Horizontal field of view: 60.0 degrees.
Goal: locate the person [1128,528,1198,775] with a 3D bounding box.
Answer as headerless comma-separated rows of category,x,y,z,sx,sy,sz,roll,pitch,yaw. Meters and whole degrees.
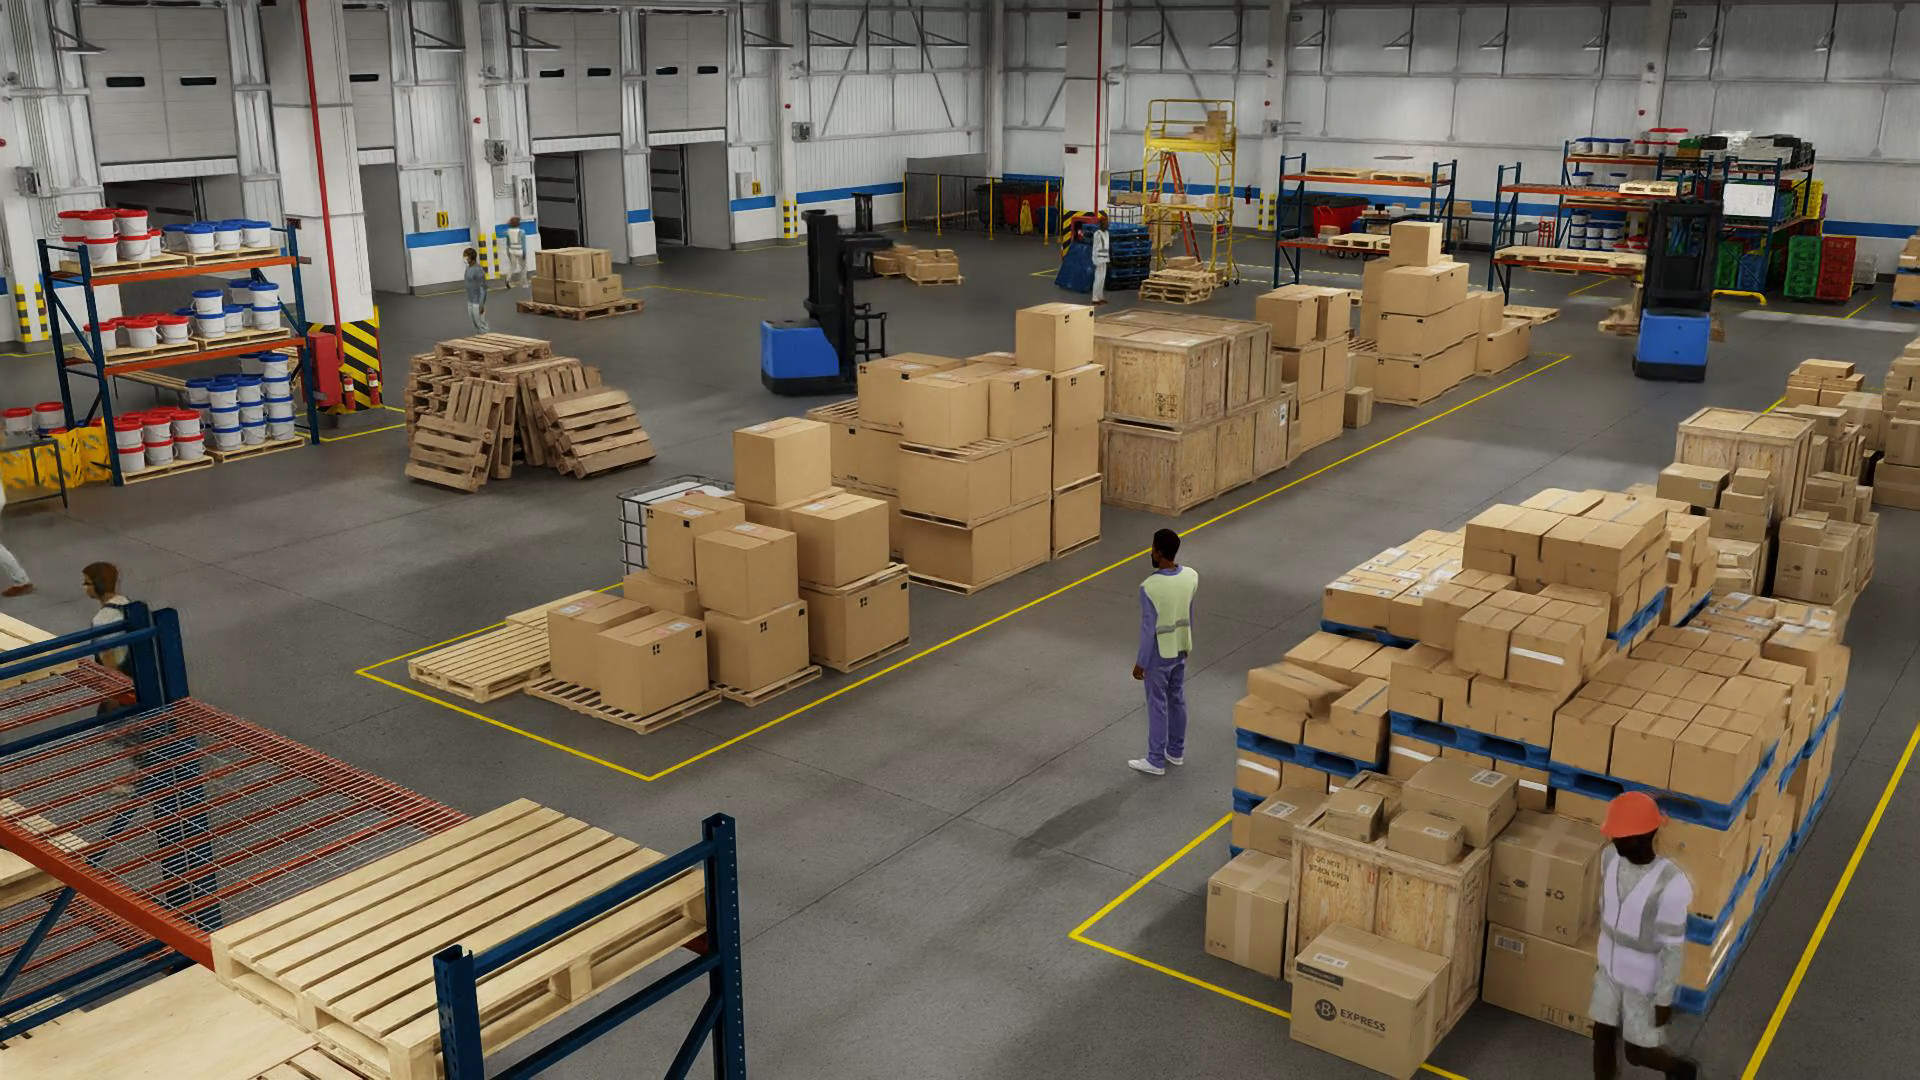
person,1.553,0.845,12.615,0.392,1.919,0.591,16,23,42

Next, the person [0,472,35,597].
person,-9.747,-0.324,16.549,0.676,1.917,0.658,-7,18,-22

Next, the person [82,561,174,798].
person,-6.109,1.036,12.125,0.441,1.834,0.543,-1,17,-5

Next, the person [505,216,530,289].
person,-9.933,-6.412,37.147,0.515,1.621,0.668,6,18,18

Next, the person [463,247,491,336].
person,-8.461,-4.148,29.113,0.362,1.938,0.631,-12,20,-34

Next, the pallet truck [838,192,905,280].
pallet truck,-1.936,-7.159,38.982,1.885,1.965,0.823,-12,21,-34

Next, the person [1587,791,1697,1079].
person,3.426,2.135,8.353,0.634,1.911,0.563,-8,18,-23

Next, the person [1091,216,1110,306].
person,2.952,-5.846,34.850,0.351,1.877,0.573,8,19,25

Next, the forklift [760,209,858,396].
forklift,-2.177,-3.783,26.301,1.873,2.768,1.129,-5,18,-17

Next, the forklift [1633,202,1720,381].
forklift,11.926,-4.173,27.594,1.129,2.768,1.873,6,18,20
